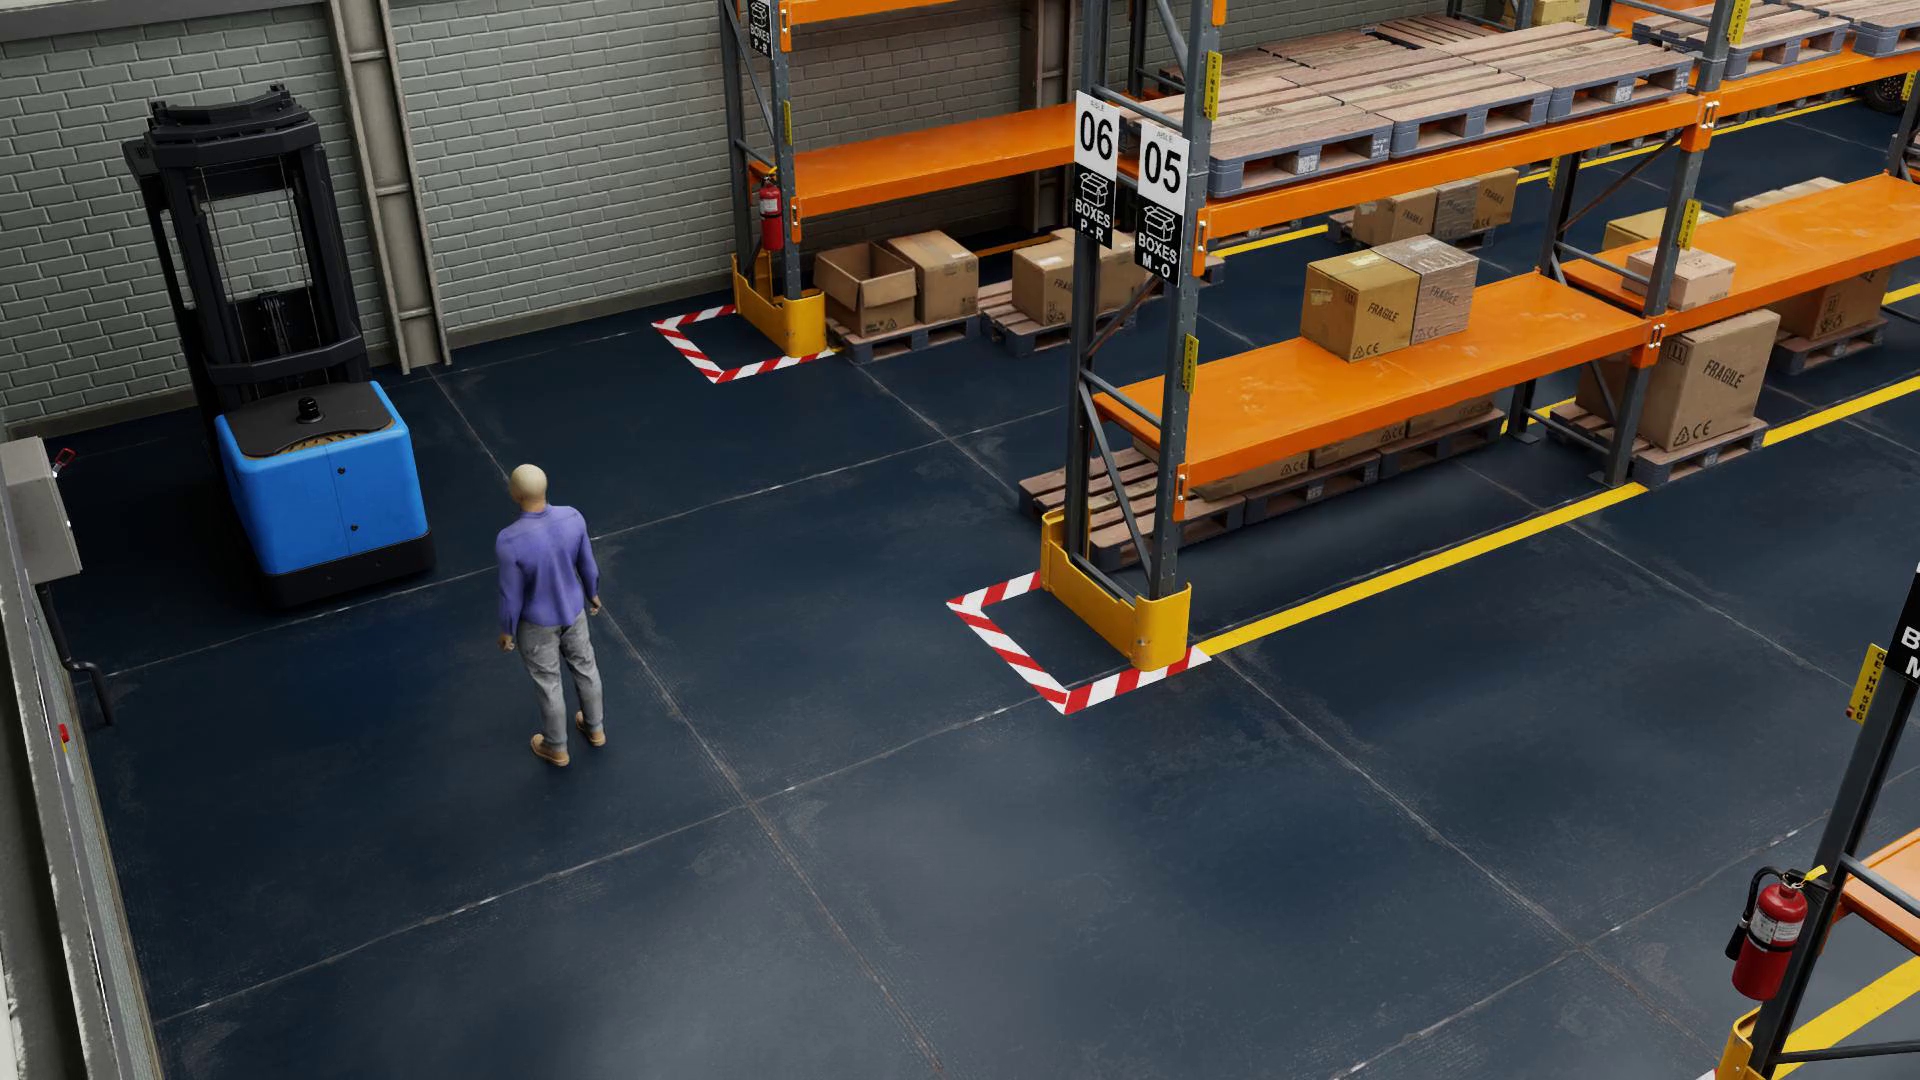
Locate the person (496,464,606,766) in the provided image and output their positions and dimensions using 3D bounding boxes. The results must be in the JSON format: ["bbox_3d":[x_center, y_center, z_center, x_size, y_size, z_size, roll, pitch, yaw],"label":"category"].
[{"bbox_3d":[-2.160,0.404,8.833,0.604,1.797,0.383,-26,40,-36],"label":"person"}]

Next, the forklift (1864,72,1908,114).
[{"bbox_3d":[11.468,-5.645,18.244,1.214,2.155,2.313,-17,36,-26],"label":"forklift"}]

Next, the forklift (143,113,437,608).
[{"bbox_3d":[-4.289,-1.259,10.509,1.129,2.768,1.873,-17,36,-26],"label":"forklift"}]
